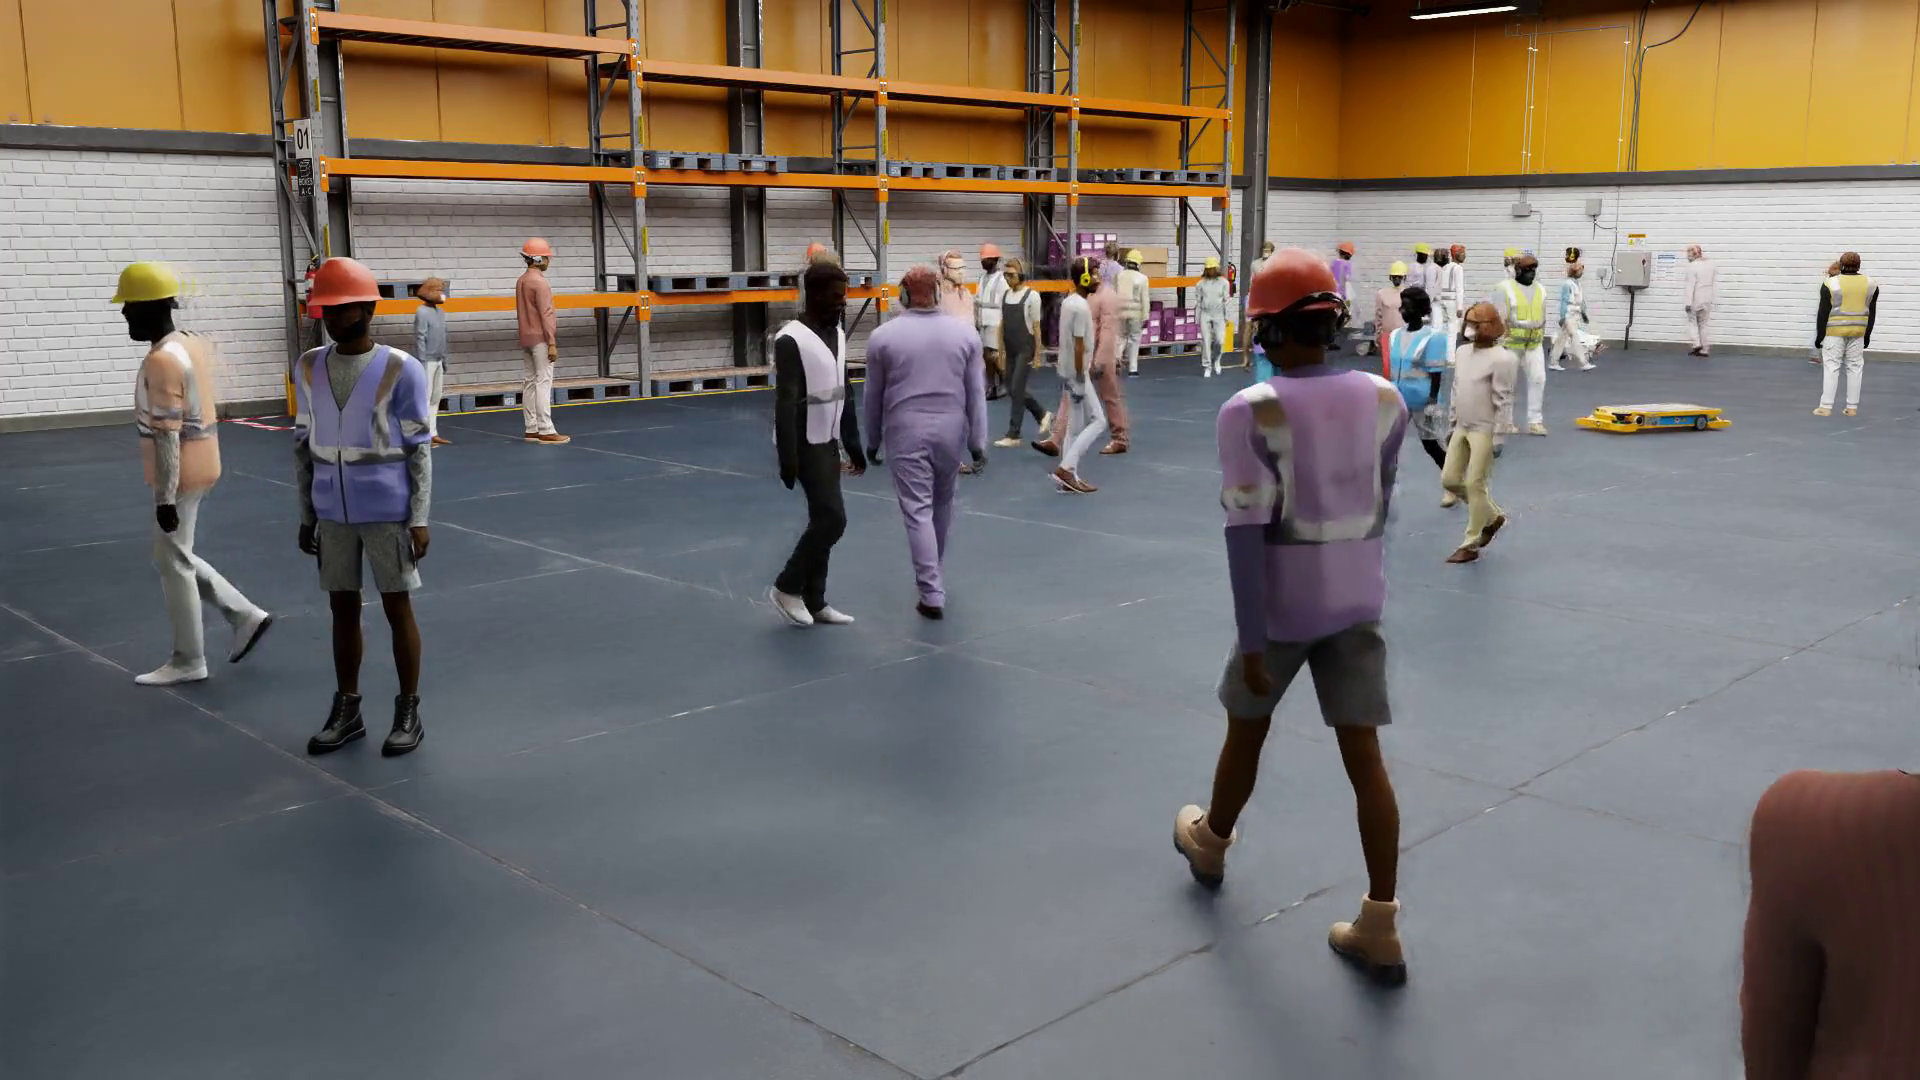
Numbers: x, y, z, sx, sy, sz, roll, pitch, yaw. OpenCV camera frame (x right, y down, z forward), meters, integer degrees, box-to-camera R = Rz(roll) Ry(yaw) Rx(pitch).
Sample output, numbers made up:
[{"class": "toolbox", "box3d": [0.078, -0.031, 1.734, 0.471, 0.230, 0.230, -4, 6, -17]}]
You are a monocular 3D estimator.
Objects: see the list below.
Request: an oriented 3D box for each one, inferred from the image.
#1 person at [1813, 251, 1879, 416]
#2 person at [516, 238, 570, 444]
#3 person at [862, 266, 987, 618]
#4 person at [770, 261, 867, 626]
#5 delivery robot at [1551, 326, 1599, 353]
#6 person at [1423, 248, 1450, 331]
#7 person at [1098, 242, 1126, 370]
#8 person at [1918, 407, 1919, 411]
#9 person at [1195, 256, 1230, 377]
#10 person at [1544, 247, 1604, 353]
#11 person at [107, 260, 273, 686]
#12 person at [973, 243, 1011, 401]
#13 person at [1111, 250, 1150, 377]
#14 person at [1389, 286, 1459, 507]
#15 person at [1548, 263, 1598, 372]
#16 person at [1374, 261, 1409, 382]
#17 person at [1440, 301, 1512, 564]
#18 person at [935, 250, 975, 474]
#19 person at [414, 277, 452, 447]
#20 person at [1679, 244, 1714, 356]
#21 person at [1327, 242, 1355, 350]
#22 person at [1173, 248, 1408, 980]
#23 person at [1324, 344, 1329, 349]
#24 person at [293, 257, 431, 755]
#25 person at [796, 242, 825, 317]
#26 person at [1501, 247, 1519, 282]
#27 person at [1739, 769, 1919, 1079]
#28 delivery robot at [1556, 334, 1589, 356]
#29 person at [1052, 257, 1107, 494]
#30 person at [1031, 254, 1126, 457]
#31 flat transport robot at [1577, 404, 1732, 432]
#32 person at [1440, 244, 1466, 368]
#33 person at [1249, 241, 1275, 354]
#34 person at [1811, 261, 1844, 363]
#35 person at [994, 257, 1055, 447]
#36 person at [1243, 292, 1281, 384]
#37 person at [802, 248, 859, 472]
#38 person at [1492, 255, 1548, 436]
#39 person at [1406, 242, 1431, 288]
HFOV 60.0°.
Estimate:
[{"class": "person", "box3d": [9.886, -2.297, 18.617, 0.627, 1.844, 0.429, 1, 10, 3]}, {"class": "person", "box3d": [-4.098, -1.932, 16.204, 0.378, 1.995, 0.612, -8, 13, -39]}, {"class": "person", "box3d": [-0.222, -0.558, 9.103, 0.647, 1.846, 0.995, -3, 11, -17]}, {"class": "person", "box3d": [-0.733, -0.478, 8.571, 0.450, 1.893, 0.591, 3, 11, 18]}, {"class": "delivery robot", "box3d": [9.967, -3.227, 26.938, 0.707, 0.478, 0.477, 6, 12, 31]}, {"class": "person", "box3d": [7.507, -3.702, 26.311, 0.490, 1.828, 0.644, 7, 13, 34]}, {"class": "person", "box3d": [2.191, -3.469, 24.781, 0.635, 1.922, 0.756, 9, 14, 40]}, {"class": "person", "box3d": [7.122, -1.013, 11.686, 0.537, 1.818, 0.978, -1, 10, -4]}, {"class": "person", "box3d": [3.597, -3.182, 23.751, 0.501, 1.725, 0.370, 1, 10, 8]}, {"class": "person", "box3d": [10.564, -4.093, 28.440, 0.925, 1.836, 0.527, 6, 12, 29]}, {"class": "person", "box3d": [-3.487, -0.290, 7.469, 0.491, 1.913, 0.612, -3, 11, -14]}, {"class": "person", "box3d": [0.353, -2.646, 20.290, 0.405, 1.920, 0.553, -7, 12, -33]}, {"class": "person", "box3d": [2.418, -3.210, 23.649, 0.622, 1.819, 0.459, 7, 12, 33]}, {"class": "person", "box3d": [3.386, -1.033, 12.232, 0.855, 1.662, 0.538, -7, 12, -32]}, {"class": "person", "box3d": [9.154, -3.293, 24.680, 0.823, 1.598, 0.531, 7, 13, 35]}, {"class": "person", "box3d": [5.272, -2.502, 20.059, 0.531, 1.728, 0.887, 4, 11, 19]}, {"class": "person", "box3d": [3.216, -0.663, 10.281, 0.435, 1.621, 0.514, -4, 11, -19]}, {"class": "person", "box3d": [-0.074, -1.509, 14.159, 0.440, 1.894, 0.676, 7, 13, 34]}, {"class": "person", "box3d": [-5.078, -1.703, 15.978, 0.309, 1.623, 0.508, 1, 10, 6]}, {"class": "person", "box3d": [12.284, -3.976, 27.706, 0.694, 1.878, 0.445, -5, 12, -27]}, {"class": "person", "box3d": [6.633, -4.265, 29.154, 0.495, 1.911, 0.647, -6, 12, -29]}, {"class": "person", "box3d": [0.979, 0.167, 4.785, 0.619, 1.976, 1.078, -3, 11, -16]}, {"class": "person", "box3d": [4.122, -2.389, 19.640, 0.541, 1.636, 0.899, 2, 11, 10]}, {"class": "person", "box3d": [-2.328, -0.119, 6.471, 0.542, 1.939, 0.369, 1, 10, 8]}, {"class": "person", "box3d": [-1.716, -2.598, 20.004, 0.543, 1.934, 0.362, 3, 11, 16]}, {"class": "person", "box3d": [9.428, -4.130, 28.679, 0.627, 1.805, 0.774, -8, 13, -39]}, {"class": "person", "box3d": [1.121, 0.823, 1.875, 0.524, 1.748, 0.405, 8, 13, 37]}, {"class": "delivery robot", "box3d": [9.720, -3.128, 26.398, 0.477, 0.478, 0.707, 1, 10, 3]}, {"class": "person", "box3d": [0.949, -1.274, 13.009, 0.374, 1.854, 0.528, -2, 11, -12]}, {"class": "person", "box3d": [1.154, -1.669, 15.178, 1.049, 1.843, 0.655, -8, 13, -39]}, {"class": "flat transport robot", "box3d": [7.270, -1.288, 17.399, 1.431, 0.197, 0.652, -4, 11, -19]}, {"class": "person", "box3d": [7.546, -3.575, 25.473, 0.354, 1.881, 0.576, -1, 10, -8]}, {"class": "person", "box3d": [5.125, -4.027, 27.832, 0.629, 1.919, 0.432, 5, 12, 26]}, {"class": "person", "box3d": [13.817, -3.566, 26.153, 0.714, 1.604, 0.534, 8, 13, 39]}, {"class": "person", "box3d": [0.630, -1.815, 16.069, 0.744, 1.820, 0.544, -9, 14, -40]}, {"class": "person", "box3d": [3.002, -1.787, 15.952, 0.566, 1.808, 0.875, 2, 11, 11]}, {"class": "person", "box3d": [-1.194, -1.516, 14.147, 0.573, 1.920, 0.642, -3, 11, -17]}, {"class": "person", "box3d": [5.700, -1.952, 16.790, 0.635, 1.824, 0.648, -2, 11, -11]}, {"class": "person", "box3d": [7.950, -4.261, 29.143, 0.594, 1.905, 0.586, 9, 14, 42]}]
